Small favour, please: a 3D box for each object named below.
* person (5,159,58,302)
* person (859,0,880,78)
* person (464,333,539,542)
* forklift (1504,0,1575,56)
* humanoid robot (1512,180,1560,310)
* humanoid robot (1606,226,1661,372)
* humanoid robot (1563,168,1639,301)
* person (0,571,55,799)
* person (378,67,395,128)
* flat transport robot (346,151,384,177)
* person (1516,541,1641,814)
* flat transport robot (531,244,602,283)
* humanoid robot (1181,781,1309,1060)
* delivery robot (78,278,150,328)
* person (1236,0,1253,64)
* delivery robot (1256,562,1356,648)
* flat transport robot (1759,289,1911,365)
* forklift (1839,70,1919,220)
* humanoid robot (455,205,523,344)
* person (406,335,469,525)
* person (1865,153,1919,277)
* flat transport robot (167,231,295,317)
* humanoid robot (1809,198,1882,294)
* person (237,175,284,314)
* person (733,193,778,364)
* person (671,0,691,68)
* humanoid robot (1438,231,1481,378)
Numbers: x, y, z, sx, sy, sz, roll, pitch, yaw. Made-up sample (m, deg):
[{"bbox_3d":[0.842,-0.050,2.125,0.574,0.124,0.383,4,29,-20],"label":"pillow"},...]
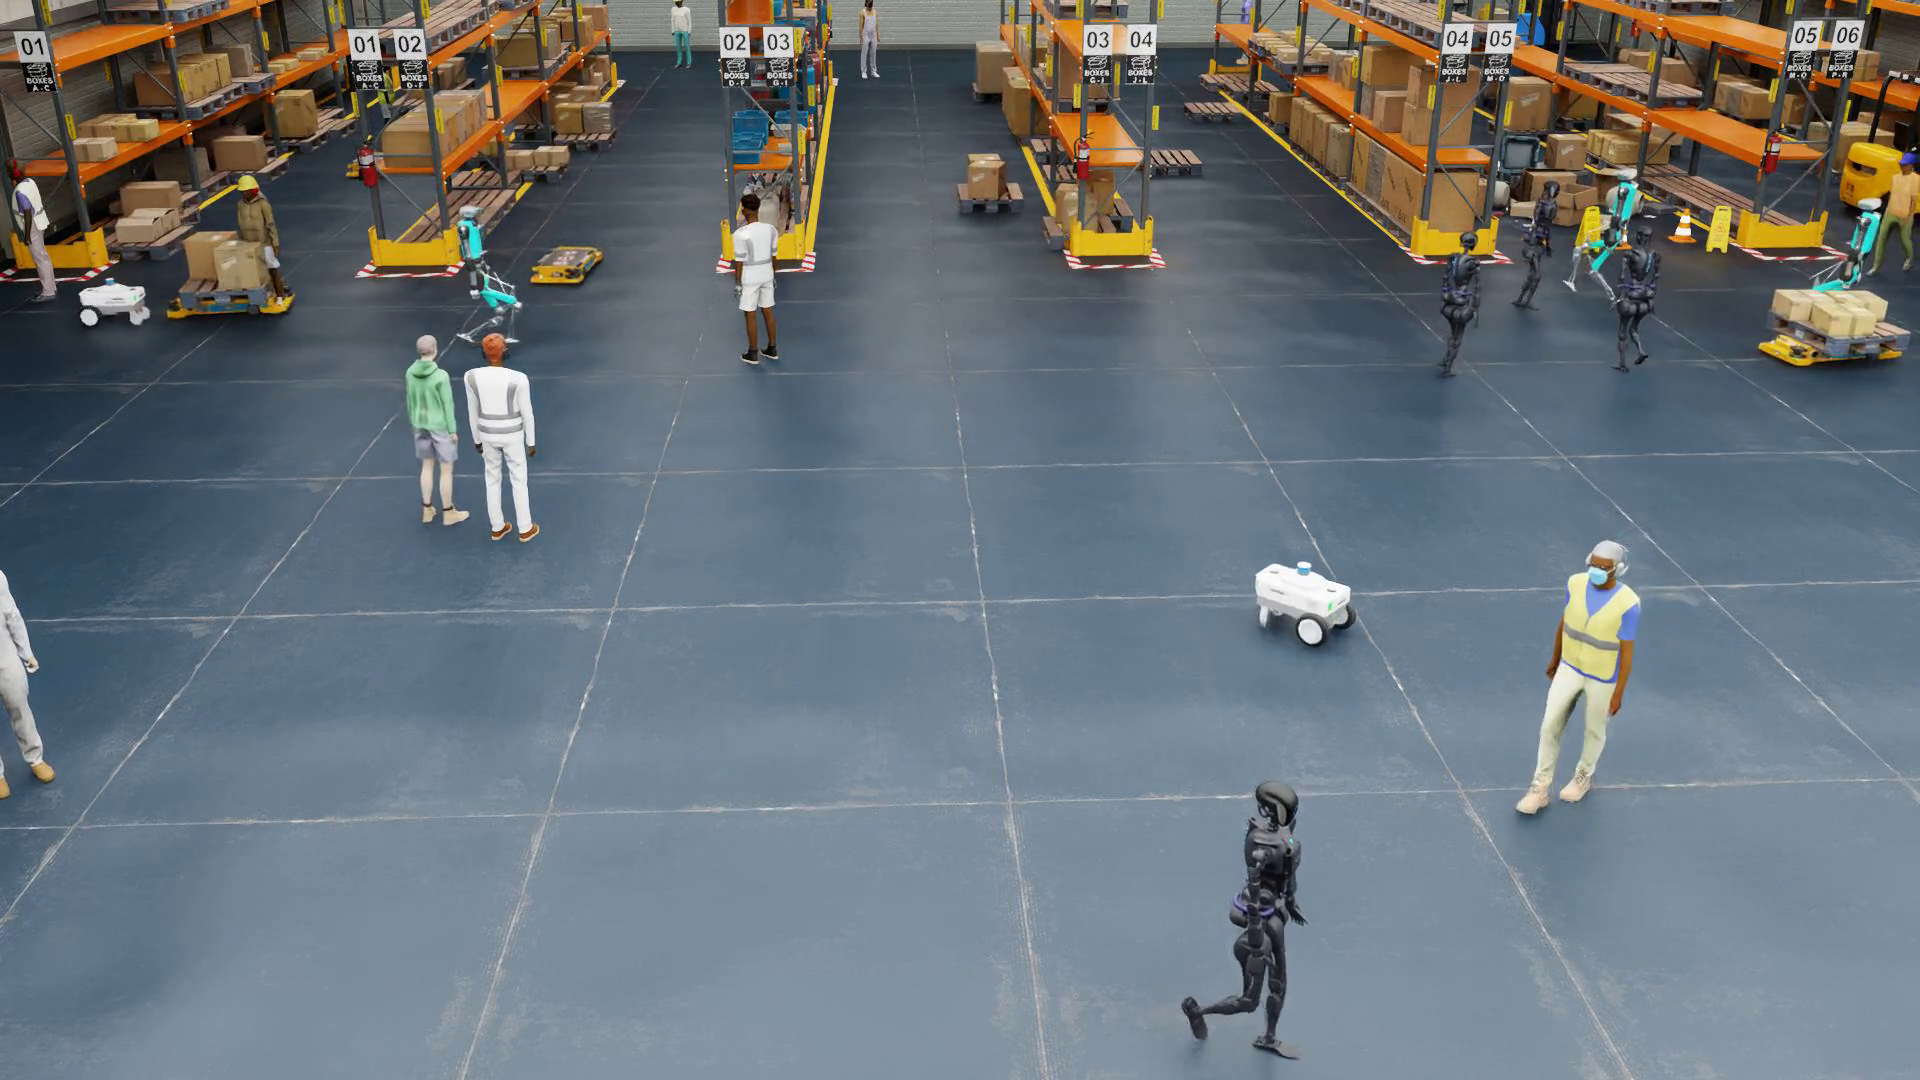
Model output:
[{"bbox_3d":[-12.026,-4.022,21.571,0.390,1.846,0.565,-8,25,-17],"label":"person"},{"bbox_3d":[-2.121,-11.806,39.041,0.504,1.863,0.373,-13,27,-26],"label":"person"},{"bbox_3d":[-3.976,-0.885,14.492,0.566,1.878,0.354,1,24,3],"label":"person"},{"bbox_3d":[14.700,-13.805,42.301,1.873,2.768,1.129,-1,24,-2],"label":"forklift"},{"bbox_3d":[7.368,-3.762,21.205,0.427,1.647,0.589,19,30,36],"label":"humanoid robot"},{"bbox_3d":[7.669,-2.717,18.844,0.615,1.651,0.407,-8,25,-18],"label":"humanoid robot"},{"bbox_3d":[8.281,-3.977,21.677,1.013,1.785,0.535,16,29,32],"label":"humanoid robot"},{"bbox_3d":[-6.308,0.778,10.745,0.570,1.892,0.379,-21,32,-39],"label":"person"},{"bbox_3d":[-10.731,-8.204,31.154,0.320,1.691,0.532,-7,25,-16],"label":"person"},{"bbox_3d":[-10.309,-6.633,29.377,0.659,0.231,1.431,-1,24,-2],"label":"flat transport robot"},{"bbox_3d":[3.899,0.898,10.489,0.571,1.864,0.819,22,32,40],"label":"person"},{"bbox_3d":[-5.449,-3.823,23.062,0.659,0.231,1.431,1,24,1],"label":"flat transport robot"},{"bbox_3d":[1.492,1.911,8.468,0.579,1.642,0.584,12,27,26],"label":"humanoid robot"},{"bbox_3d":[-10.606,-2.966,20.806,0.816,0.612,0.499,-2,24,-4],"label":"delivery robot"},{"bbox_3d":[7.077,-12.702,41.131,0.377,1.797,0.600,4,24,9],"label":"person"},{"bbox_3d":[2.703,0.484,13.052,0.782,0.610,0.523,20,31,37],"label":"delivery robot"},{"bbox_3d":[10.263,-2.276,19.587,1.431,0.231,0.659,-5,25,-12],"label":"flat transport robot"},{"bbox_3d":[15.132,-6.143,25.915,2.313,2.155,1.214,-1,24,-2],"label":"forklift"},{"bbox_3d":[-5.519,-3.060,19.540,1.007,1.736,0.547,-1,24,-2],"label":"humanoid robot"},{"bbox_3d":[-4.710,-0.977,14.876,0.486,1.735,0.330,8,25,18],"label":"person"},{"bbox_3d":[12.881,-4.462,22.749,0.810,1.687,0.439,-16,29,-32],"label":"person"},{"bbox_3d":[-9.353,-3.064,21.357,1.431,0.231,0.659,-4,24,-10],"label":"flat transport robot"},{"bbox_3d":[10.510,-3.257,20.004,0.850,1.775,0.546,20,31,37],"label":"humanoid robot"},{"bbox_3d":[-8.865,-3.750,21.068,0.542,1.757,0.414,4,24,9],"label":"person"},{"bbox_3d":[-2.352,-3.010,19.168,0.369,1.958,0.596,22,32,40],"label":"person"},{"bbox_3d":[-6.774,-12.382,40.456,0.525,1.765,0.327,9,25,19],"label":"person"},{"bbox_3d":[5.623,-2.655,18.709,0.431,1.643,0.610,-12,27,-25],"label":"humanoid robot"}]
